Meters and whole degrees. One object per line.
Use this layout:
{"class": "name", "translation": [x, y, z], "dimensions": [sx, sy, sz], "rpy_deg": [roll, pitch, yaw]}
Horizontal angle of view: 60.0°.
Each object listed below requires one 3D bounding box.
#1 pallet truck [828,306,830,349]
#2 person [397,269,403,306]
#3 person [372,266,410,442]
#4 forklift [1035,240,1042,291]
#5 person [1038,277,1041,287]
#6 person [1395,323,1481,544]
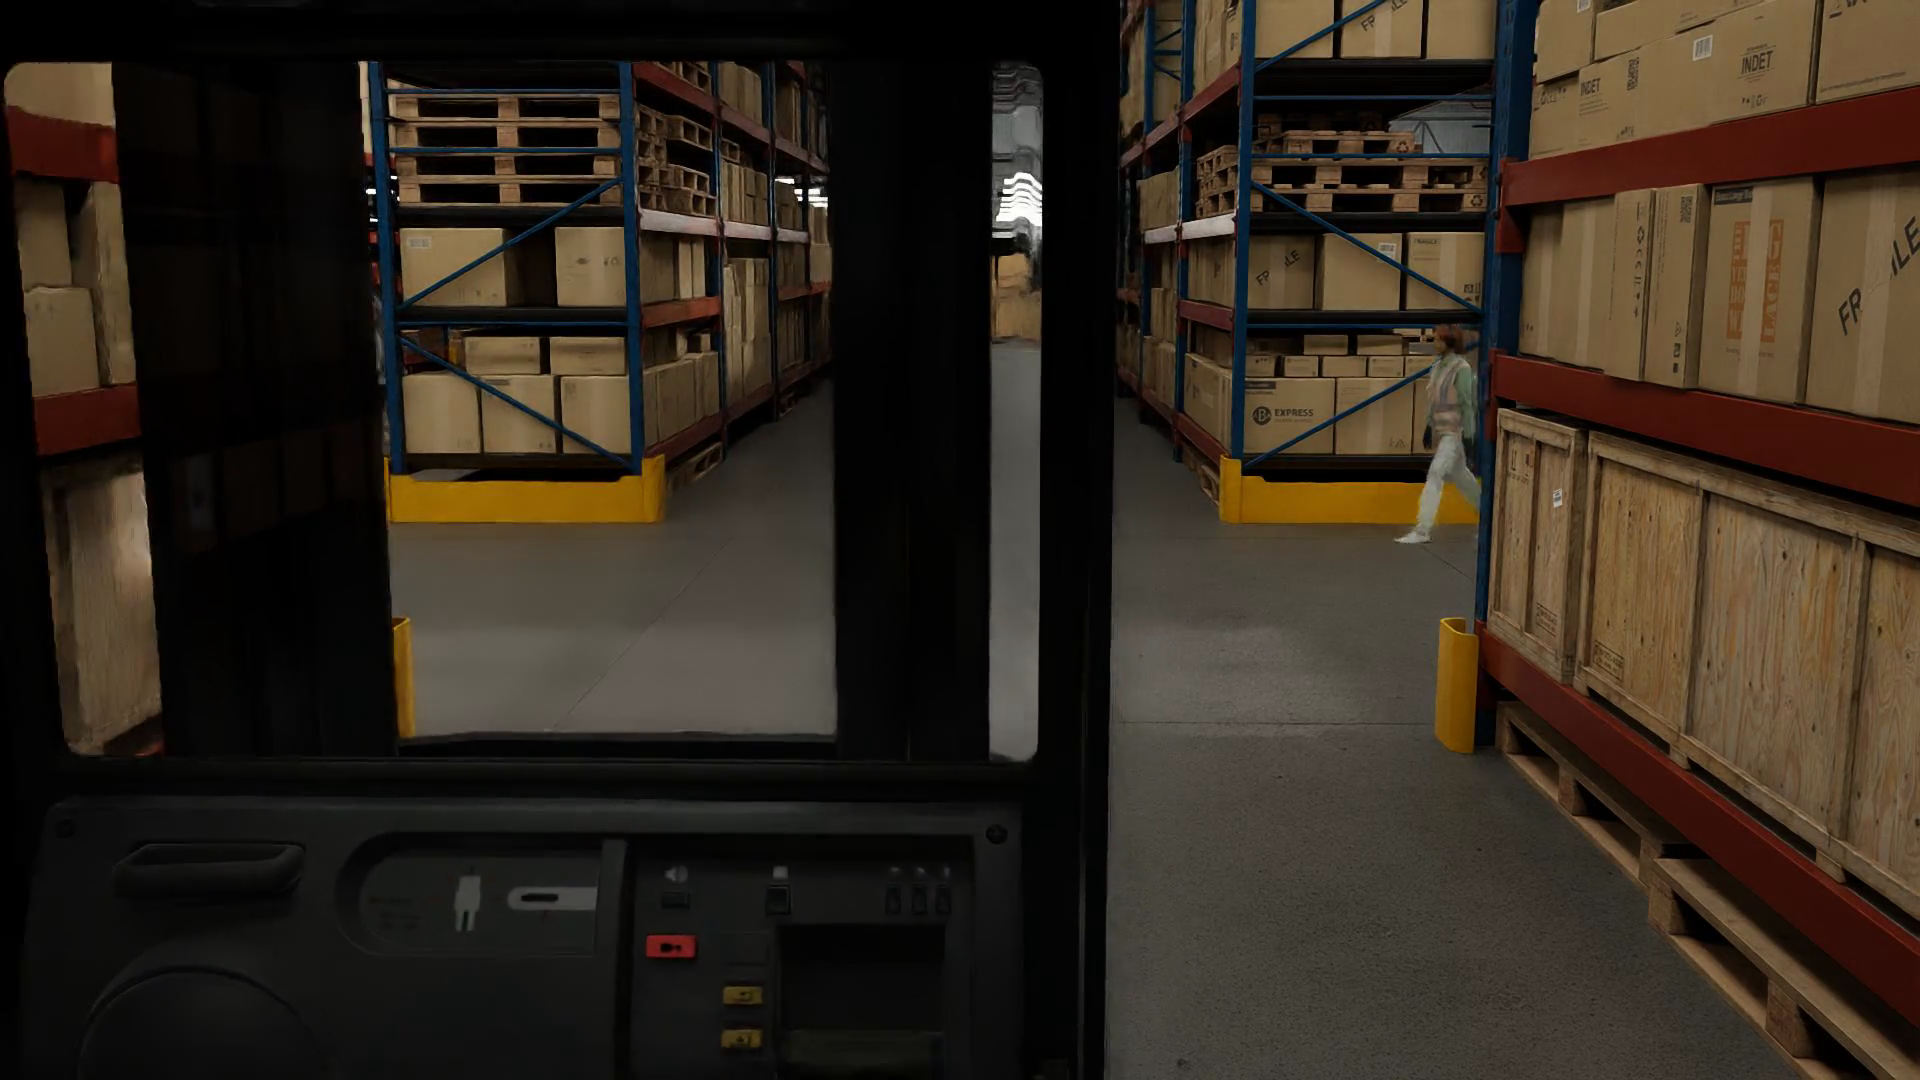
{"class": "pallet truck", "translation": [-3.100, -3.940, 29.800], "dimensions": [1.885, 1.965, 0.823], "rpy_deg": [3, 10, 19]}
{"class": "person", "translation": [-20.595, -9.069, 61.144], "dimensions": [0.959, 1.806, 0.511], "rpy_deg": [0, 9, -1]}
{"class": "person", "translation": [-6.445, -2.066, 18.630], "dimensions": [0.506, 1.982, 0.715], "rpy_deg": [2, 10, 14]}
{"class": "forklift", "translation": [2.884, -9.440, 60.107], "dimensions": [1.873, 2.768, 1.129], "rpy_deg": [0, 9, 3]}
{"class": "person", "translation": [2.633, -7.641, 52.297], "dimensions": [0.647, 1.900, 0.637], "rpy_deg": [4, 10, 20]}
{"class": "person", "translation": [3.588, -0.769, 12.004], "dimensions": [0.840, 1.603, 0.529], "rpy_deg": [-1, 10, -6]}
